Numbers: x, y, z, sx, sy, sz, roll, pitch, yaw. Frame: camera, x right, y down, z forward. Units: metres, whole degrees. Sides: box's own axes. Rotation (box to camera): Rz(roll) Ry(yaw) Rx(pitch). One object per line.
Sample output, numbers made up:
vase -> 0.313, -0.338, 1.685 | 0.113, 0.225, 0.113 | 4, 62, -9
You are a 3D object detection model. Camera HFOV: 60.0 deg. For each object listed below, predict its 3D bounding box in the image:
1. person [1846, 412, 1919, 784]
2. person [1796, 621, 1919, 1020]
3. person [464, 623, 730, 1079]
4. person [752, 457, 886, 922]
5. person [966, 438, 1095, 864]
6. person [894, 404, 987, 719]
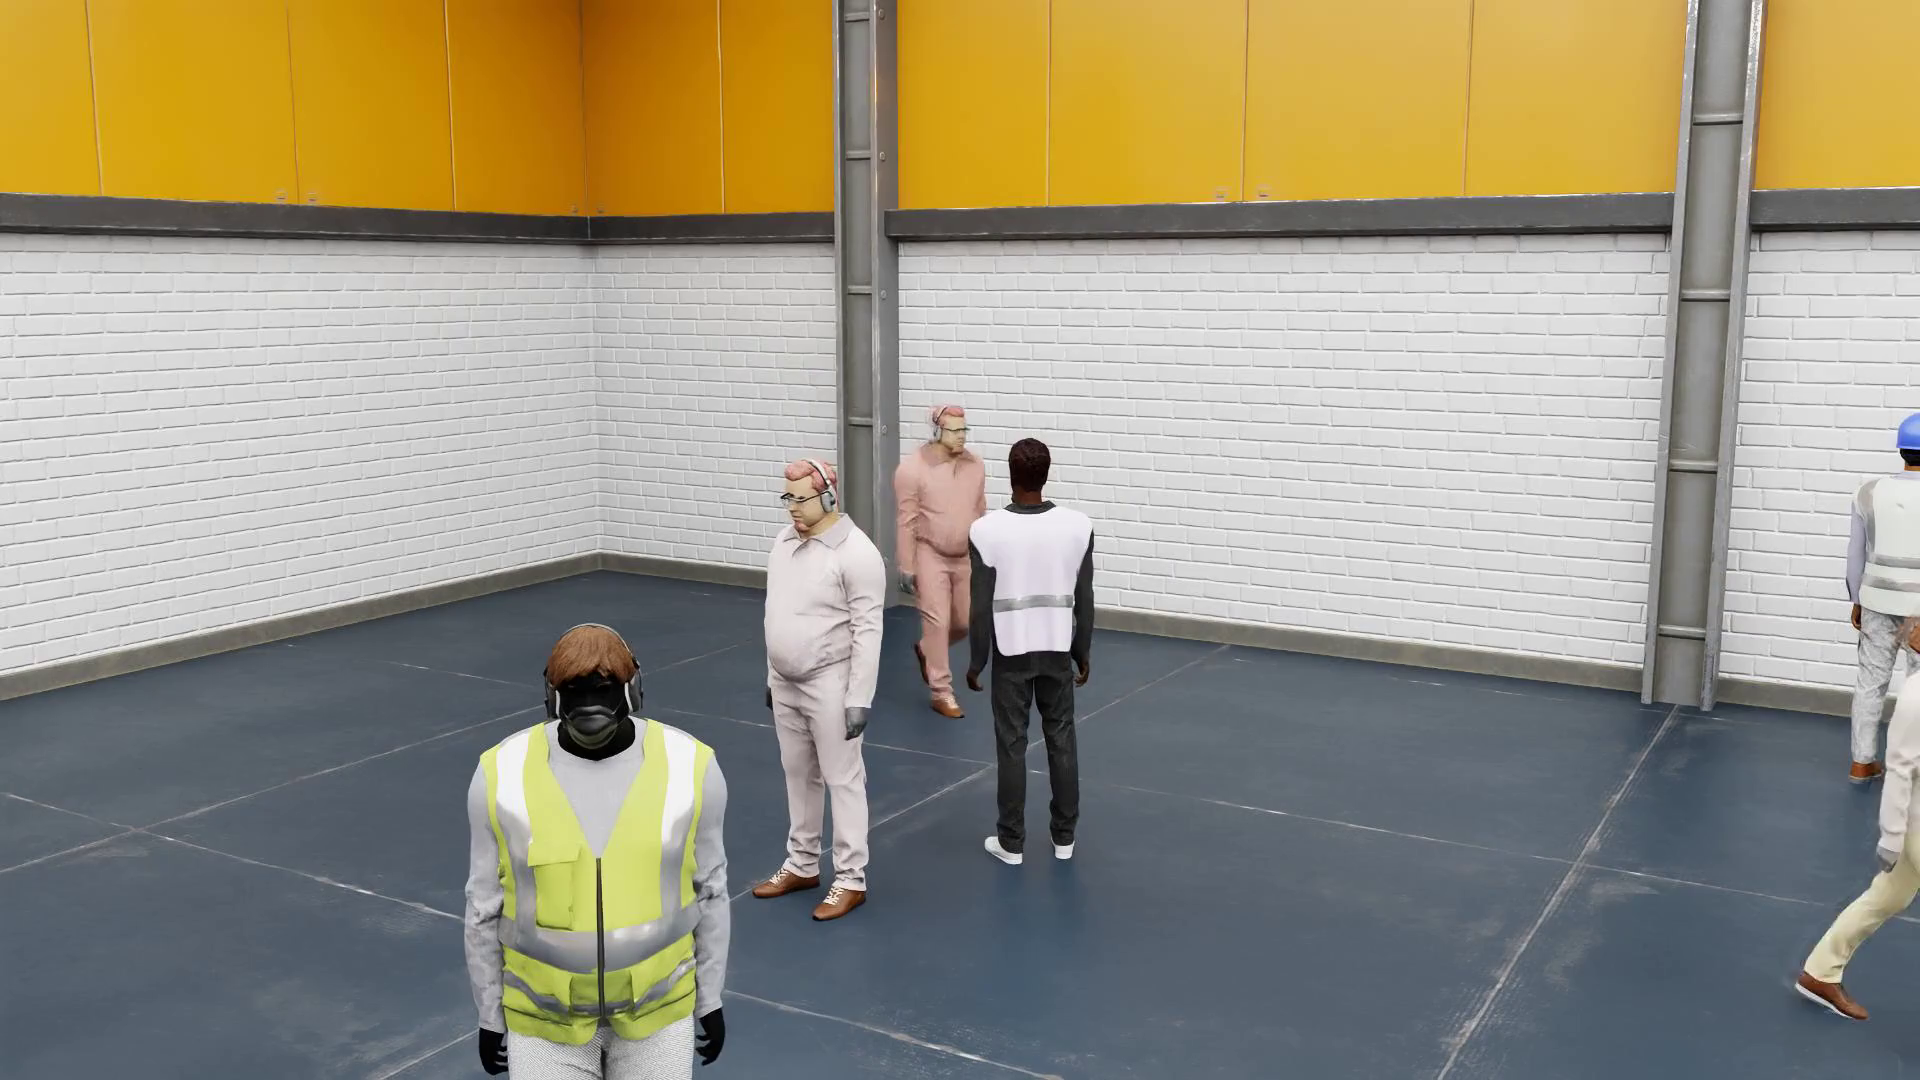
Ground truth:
person -> 4.827, 0.325, 8.472 | 0.380, 1.951, 0.605 | -7, 11, -37
person -> 3.300, 0.957, 5.651 | 0.516, 1.589, 0.858 | -8, 12, -41
person -> -0.848, 1.104, 3.953 | 0.623, 1.844, 0.429 | -2, 9, -13
person -> -0.604, 0.605, 6.884 | 0.638, 1.903, 0.409 | 9, 13, 44
person -> 0.319, 0.504, 7.457 | 0.587, 1.920, 0.391 | -2, 9, -13
person -> -0.130, 0.101, 10.097 | 0.644, 1.882, 0.660 | -6, 11, -33
